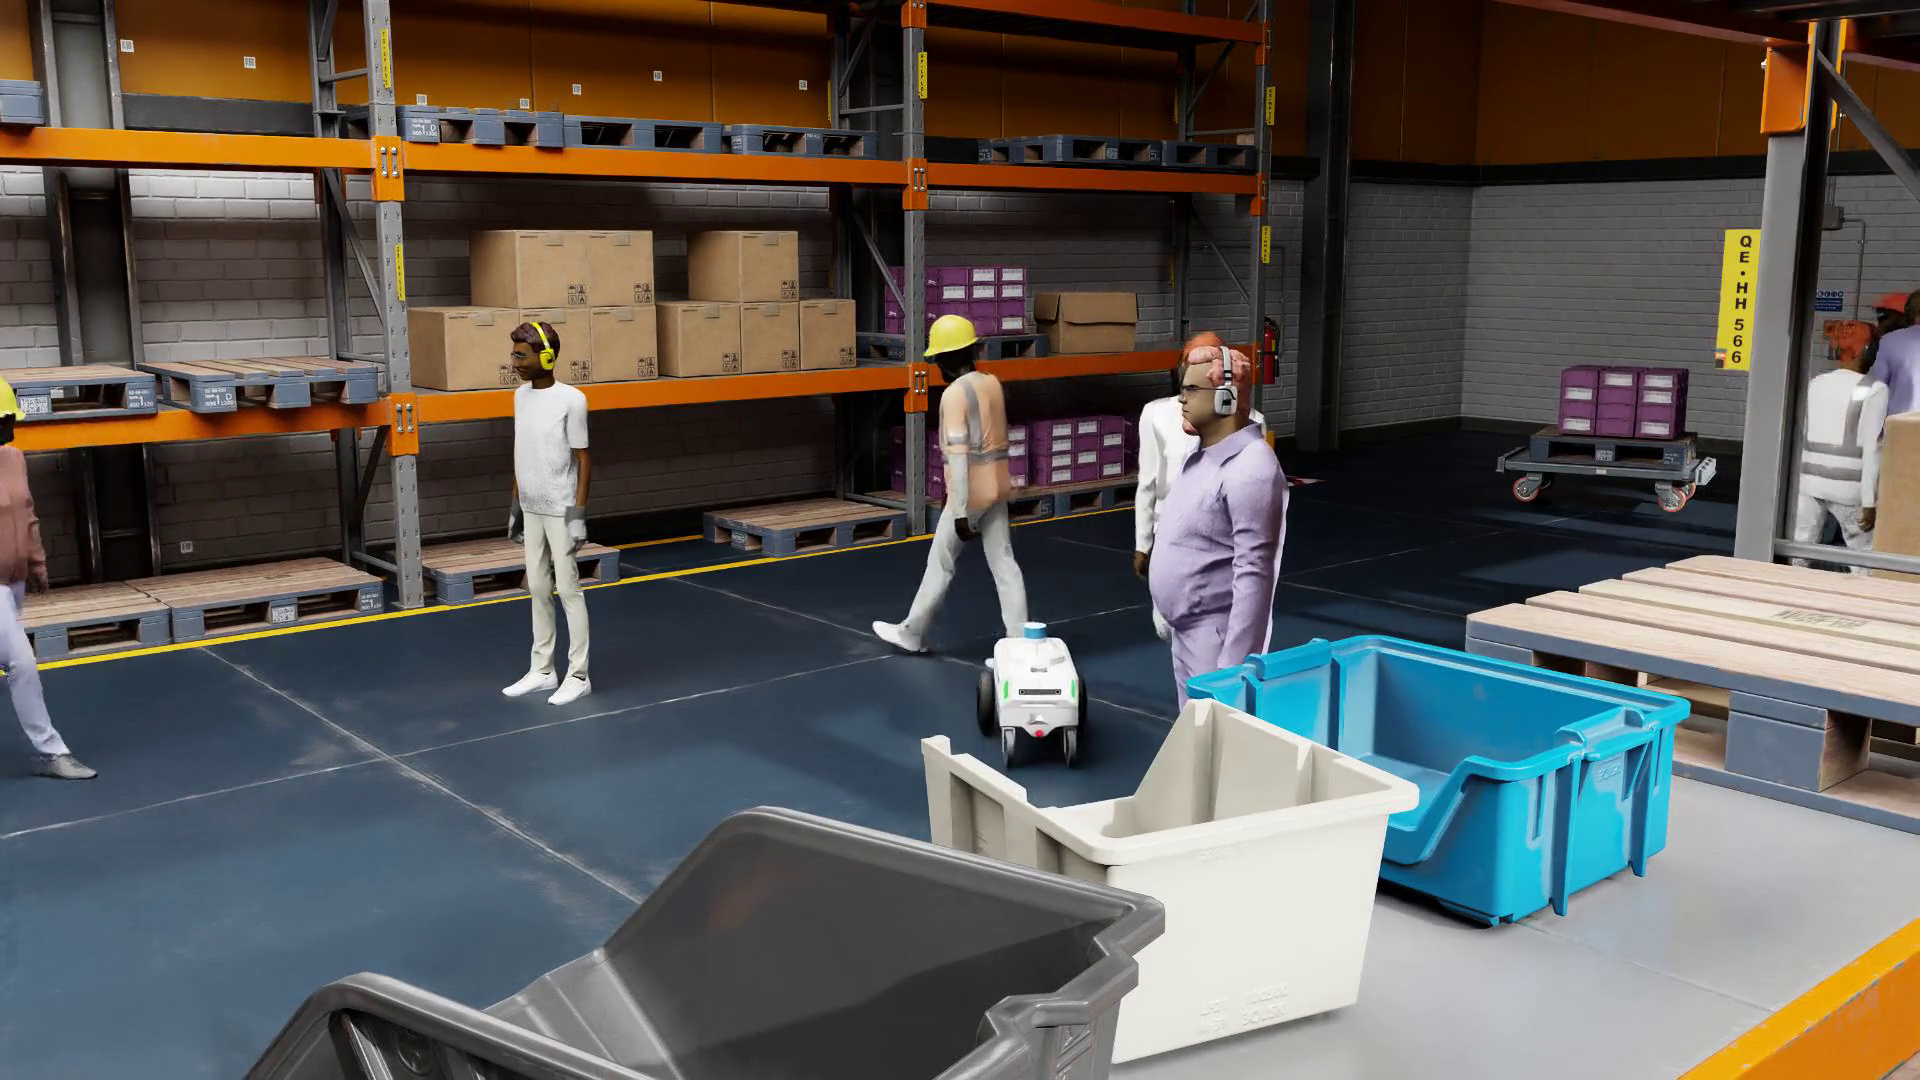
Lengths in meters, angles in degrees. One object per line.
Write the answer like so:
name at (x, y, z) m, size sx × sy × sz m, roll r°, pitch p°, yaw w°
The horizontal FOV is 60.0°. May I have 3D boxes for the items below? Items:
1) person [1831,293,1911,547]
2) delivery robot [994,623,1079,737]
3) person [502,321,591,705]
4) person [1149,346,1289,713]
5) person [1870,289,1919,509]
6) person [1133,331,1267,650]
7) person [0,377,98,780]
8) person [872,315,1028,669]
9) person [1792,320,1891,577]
person at (6.512, -0.844, 12.066) m, size 0.773 × 1.880 × 0.416 m, roll -4°, pitch 11°, yaw -19°
delivery robot at (0.331, 0.610, 7.369) m, size 0.477 × 0.478 × 0.707 m, roll 0°, pitch 10°, yaw -1°
person at (-2.016, -0.129, 8.112) m, size 0.517 × 1.865 × 0.328 m, roll 7°, pitch 12°, yaw 34°
person at (0.819, 0.321, 5.462) m, size 0.406 × 1.911 × 0.639 m, roll -1°, pitch 10°, yaw -7°
person at (6.721, -0.795, 11.711) m, size 0.639 × 1.919 × 0.434 m, roll 3°, pitch 10°, yaw 15°
person at (1.079, -0.009, 7.443) m, size 0.567 × 1.859 × 0.832 m, roll 3°, pitch 11°, yaw 18°
person at (-4.066, 0.165, 6.849) m, size 0.815 × 1.722 × 0.569 m, roll 1°, pitch 10°, yaw 3°
person at (0.001, -0.249, 8.782) m, size 1.016 × 1.851 × 0.581 m, roll 7°, pitch 12°, yaw 33°
person at (4.760, -0.278, 9.053) m, size 1.026 × 1.832 × 0.587 m, roll -4°, pitch 11°, yaw -23°
